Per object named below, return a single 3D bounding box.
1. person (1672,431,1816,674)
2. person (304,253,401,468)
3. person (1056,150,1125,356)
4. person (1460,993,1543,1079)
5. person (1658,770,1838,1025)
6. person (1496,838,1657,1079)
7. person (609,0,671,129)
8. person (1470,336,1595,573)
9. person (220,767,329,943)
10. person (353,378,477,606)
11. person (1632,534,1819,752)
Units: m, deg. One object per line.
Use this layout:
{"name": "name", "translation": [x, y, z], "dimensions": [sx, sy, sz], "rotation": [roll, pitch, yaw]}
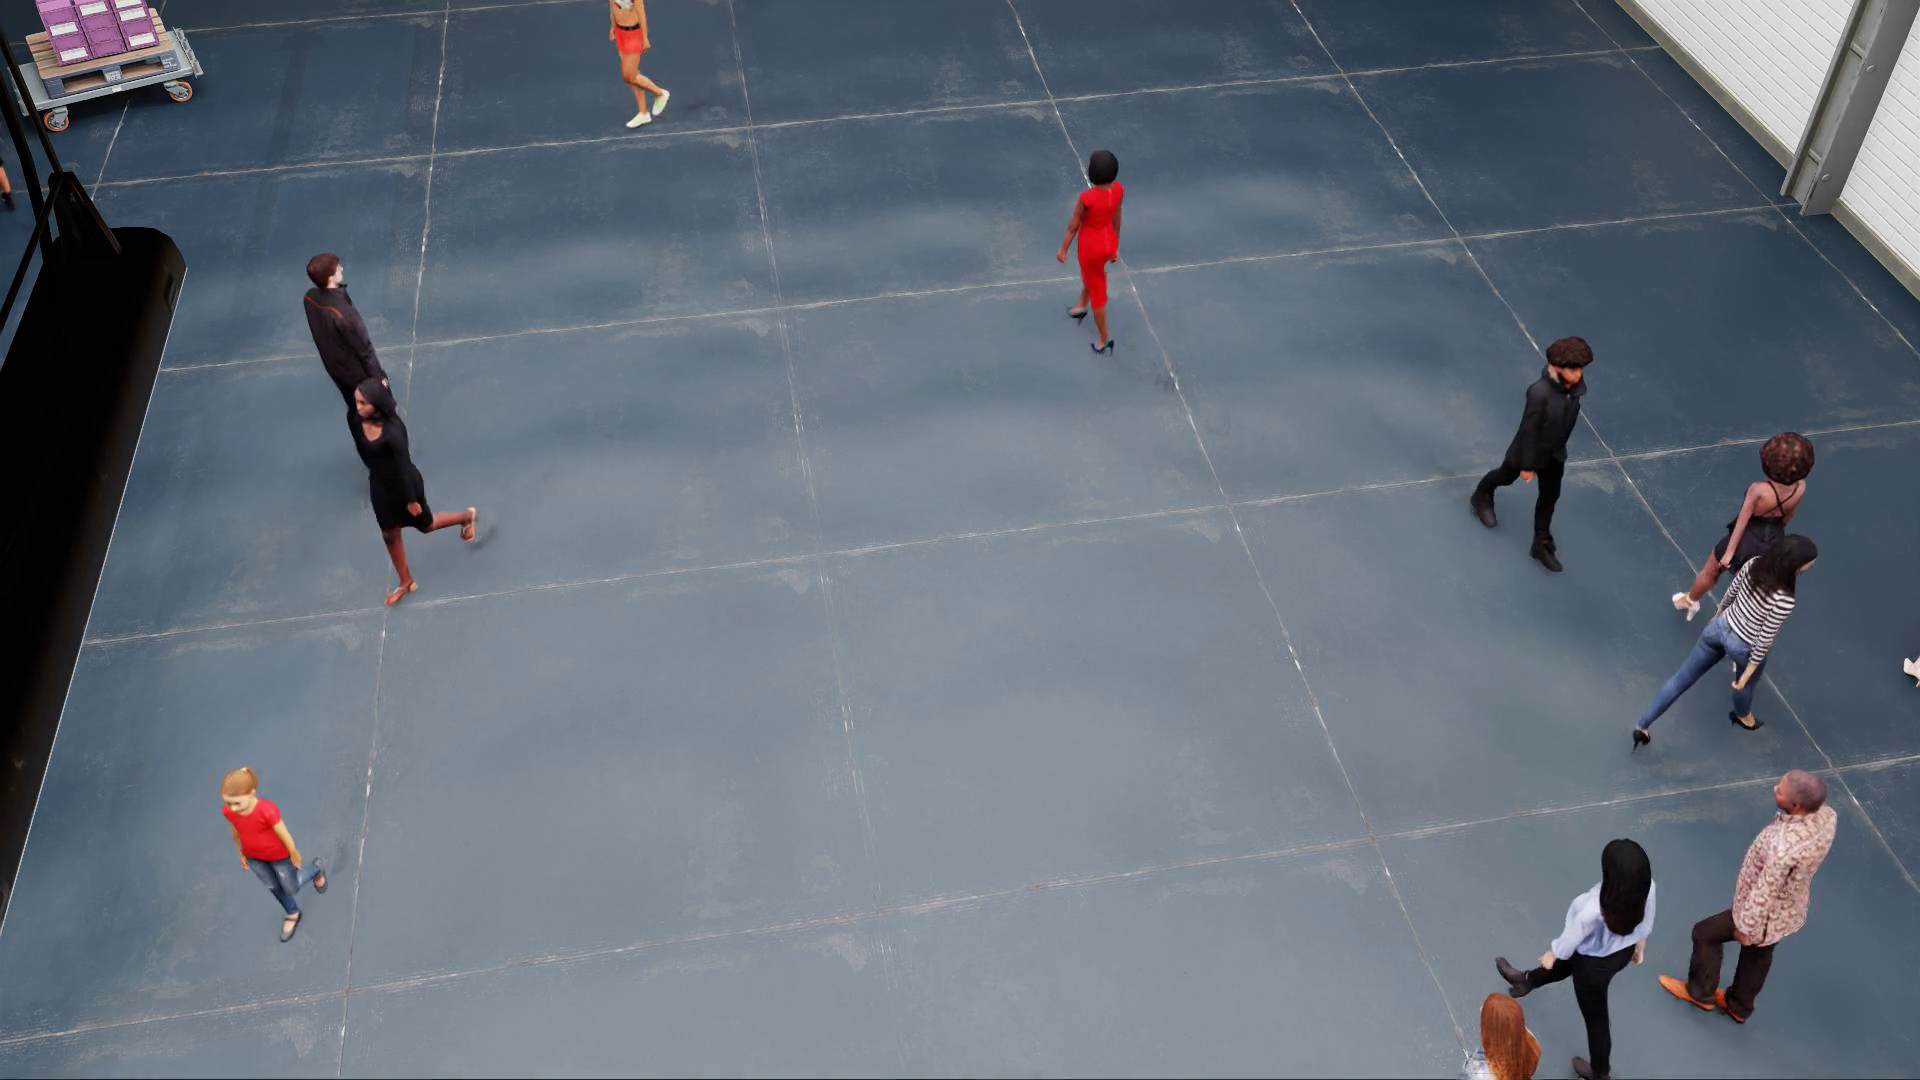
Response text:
{"name": "person", "translation": [5.001, 0.131, 10.407], "dimensions": [0.627, 1.753, 1.082], "rotation": [-3, 44, -4]}
{"name": "person", "translation": [-4.308, -1.194, 11.739], "dimensions": [0.806, 1.834, 0.880], "rotation": [25, 49, 24]}
{"name": "person", "translation": [1.110, -2.172, 12.846], "dimensions": [0.844, 1.723, 0.995], "rotation": [-30, 51, -28]}
{"name": "person", "translation": [2.504, 2.744, 7.732], "dimensions": [1.123, 1.659, 1.030], "rotation": [30, 51, 27]}
{"name": "person", "translation": [4.201, 1.926, 8.504], "dimensions": [0.833, 1.779, 0.843], "rotation": [-30, 51, -28]}
{"name": "person", "translation": [3.247, 2.178, 8.297], "dimensions": [0.937, 1.700, 1.190], "rotation": [-22, 48, -22]}
{"name": "person", "translation": [-2.997, -4.710, 15.469], "dimensions": [0.801, 1.780, 0.765], "rotation": [-29, 51, -27]}
{"name": "person", "translation": [3.856, -0.680, 11.267], "dimensions": [0.820, 1.740, 1.167], "rotation": [-17, 46, -17]}
{"name": "person", "translation": [-3.770, 1.654, 9.137], "dimensions": [0.600, 1.299, 0.736], "rotation": [6, 44, 7]}
{"name": "person", "translation": [-3.642, -0.382, 10.983], "dimensions": [1.058, 1.700, 1.137], "rotation": [25, 49, 24]}
{"name": "person", "translation": [4.507, 0.668, 9.859], "dimensions": [0.819, 1.731, 1.124], "rotation": [-14, 45, -14]}
